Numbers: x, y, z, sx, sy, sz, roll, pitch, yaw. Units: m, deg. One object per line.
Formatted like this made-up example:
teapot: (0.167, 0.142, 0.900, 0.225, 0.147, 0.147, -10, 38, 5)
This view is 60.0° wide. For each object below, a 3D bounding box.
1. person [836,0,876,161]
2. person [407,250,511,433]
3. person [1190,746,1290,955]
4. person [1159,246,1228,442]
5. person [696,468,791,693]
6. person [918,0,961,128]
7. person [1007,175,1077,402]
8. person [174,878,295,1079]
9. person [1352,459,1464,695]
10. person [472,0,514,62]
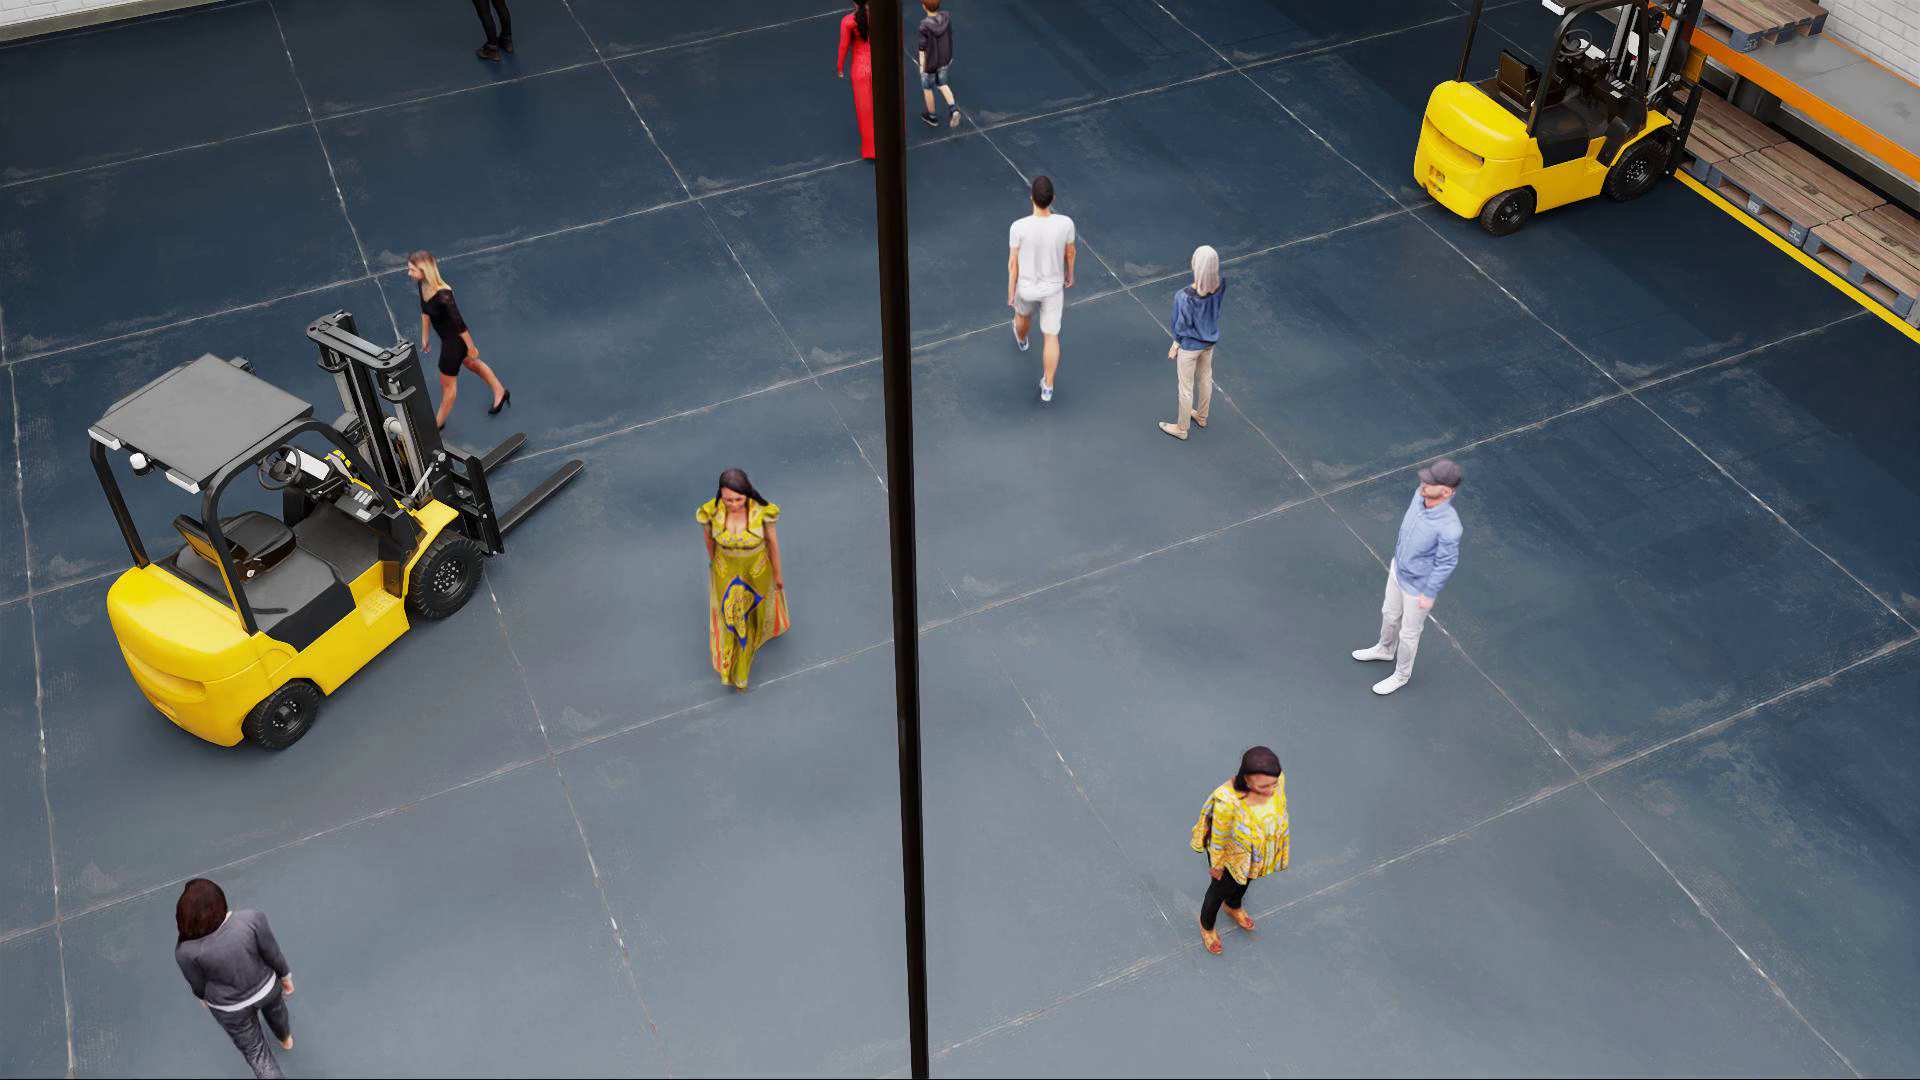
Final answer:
person: (-0.838, -4.365, 15.608, 0.706, 1.772, 0.778, -29, 51, -27)
person: (-3.798, -1.532, 12.733, 0.810, 1.625, 1.046, -30, 51, -28)
person: (1.578, 1.706, 9.314, 0.777, 1.653, 0.814, -28, 50, -26)
person: (1.802, -1.506, 12.661, 0.675, 1.698, 0.658, -32, 52, -29)
person: (-1.425, 0.114, 11.008, 0.931, 1.632, 1.249, -7, 44, -8)
person: (-0.213, -4.625, 16.118, 0.622, 1.435, 0.814, -24, 48, -23)
person: (0.645, -1.929, 13.024, 0.981, 1.798, 1.332, -5, 44, -5)
person: (-3.642, 2.382, 8.544, 0.810, 1.737, 1.144, -32, 52, -29)
person: (2.934, 0.216, 10.708, 0.750, 1.888, 0.564, -10, 45, -11)
person: (-4.916, -5.831, 17.134, 0.759, 1.779, 0.731, 23, 48, 22)
